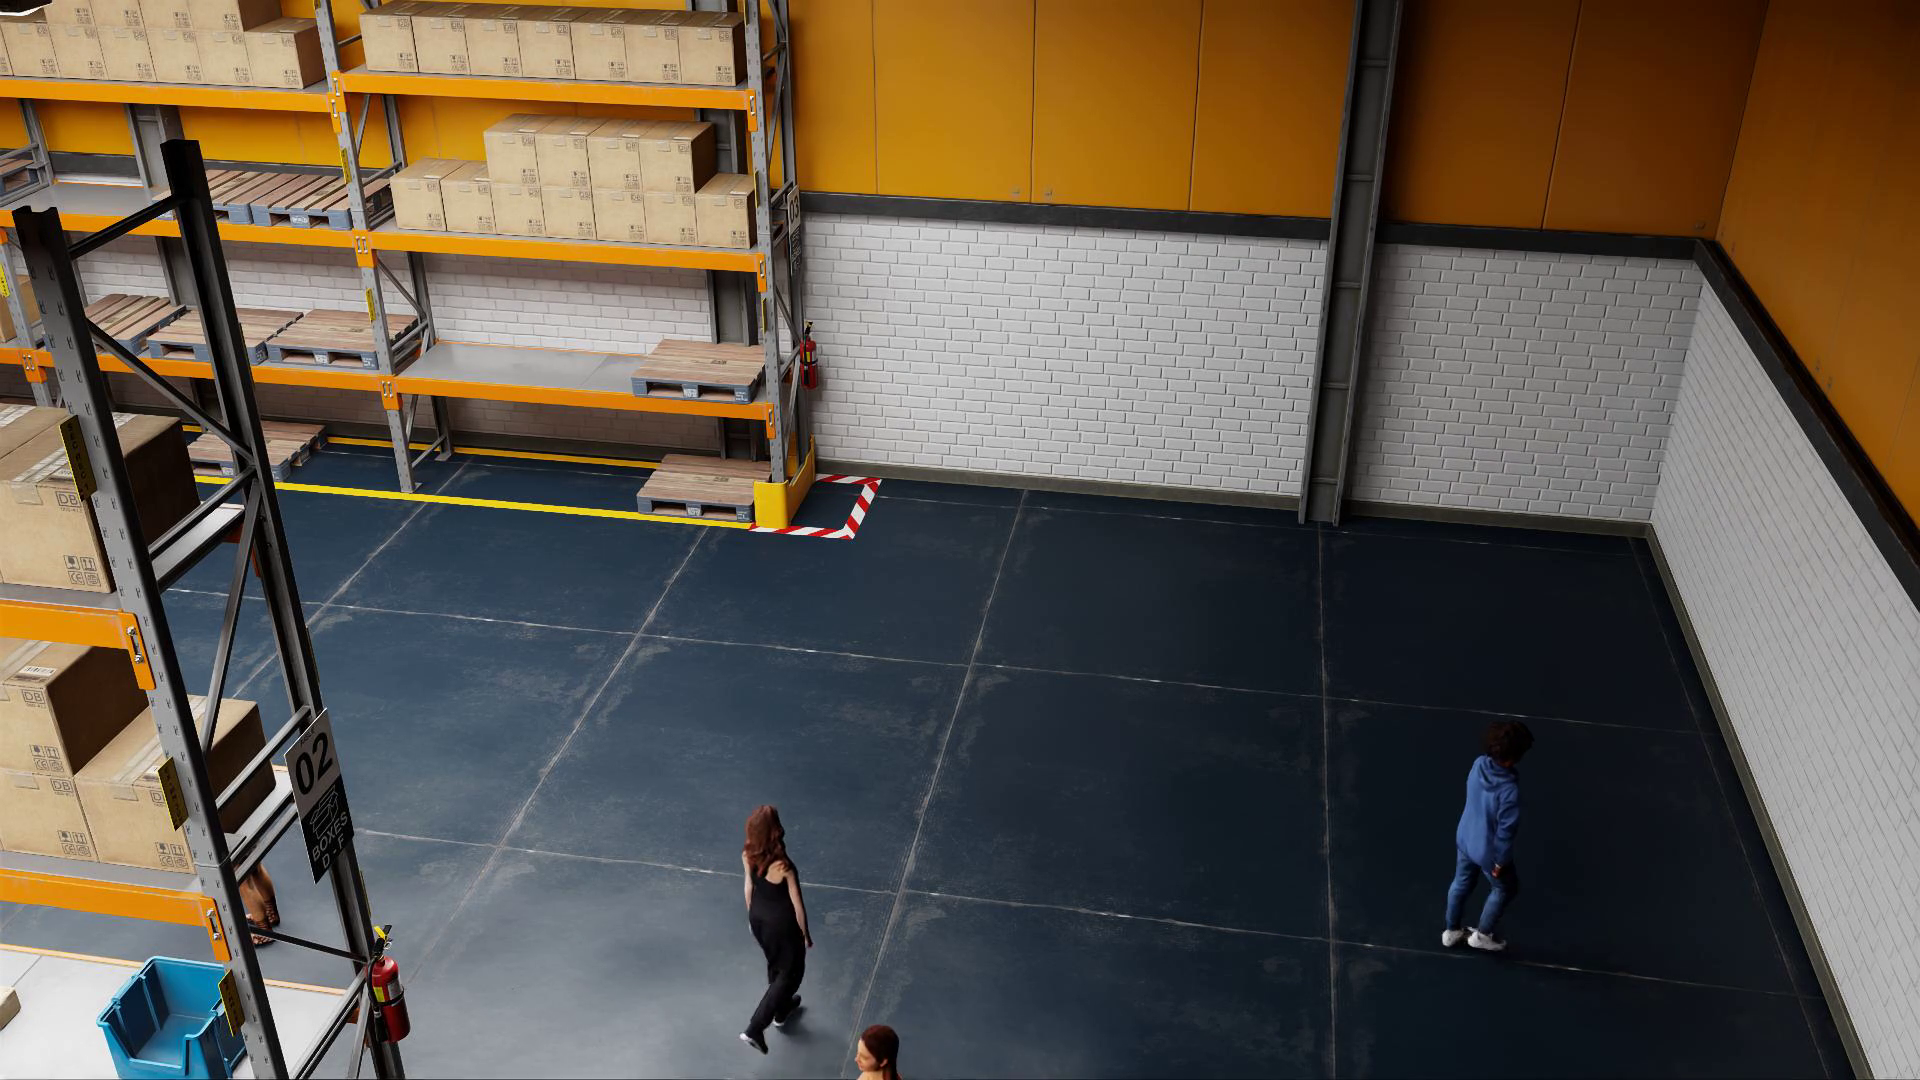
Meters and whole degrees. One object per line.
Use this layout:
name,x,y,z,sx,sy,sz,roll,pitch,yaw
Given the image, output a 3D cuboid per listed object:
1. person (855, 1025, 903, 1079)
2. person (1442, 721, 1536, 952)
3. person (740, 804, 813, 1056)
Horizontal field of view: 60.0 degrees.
person,-0.310,3.204,8.578,1.172,1.801,0.942,-10,30,-18
person,3.367,1.972,10.847,0.814,1.794,0.804,-10,30,-17
person,-1.172,2.399,10.131,0.938,1.729,0.847,15,32,26
